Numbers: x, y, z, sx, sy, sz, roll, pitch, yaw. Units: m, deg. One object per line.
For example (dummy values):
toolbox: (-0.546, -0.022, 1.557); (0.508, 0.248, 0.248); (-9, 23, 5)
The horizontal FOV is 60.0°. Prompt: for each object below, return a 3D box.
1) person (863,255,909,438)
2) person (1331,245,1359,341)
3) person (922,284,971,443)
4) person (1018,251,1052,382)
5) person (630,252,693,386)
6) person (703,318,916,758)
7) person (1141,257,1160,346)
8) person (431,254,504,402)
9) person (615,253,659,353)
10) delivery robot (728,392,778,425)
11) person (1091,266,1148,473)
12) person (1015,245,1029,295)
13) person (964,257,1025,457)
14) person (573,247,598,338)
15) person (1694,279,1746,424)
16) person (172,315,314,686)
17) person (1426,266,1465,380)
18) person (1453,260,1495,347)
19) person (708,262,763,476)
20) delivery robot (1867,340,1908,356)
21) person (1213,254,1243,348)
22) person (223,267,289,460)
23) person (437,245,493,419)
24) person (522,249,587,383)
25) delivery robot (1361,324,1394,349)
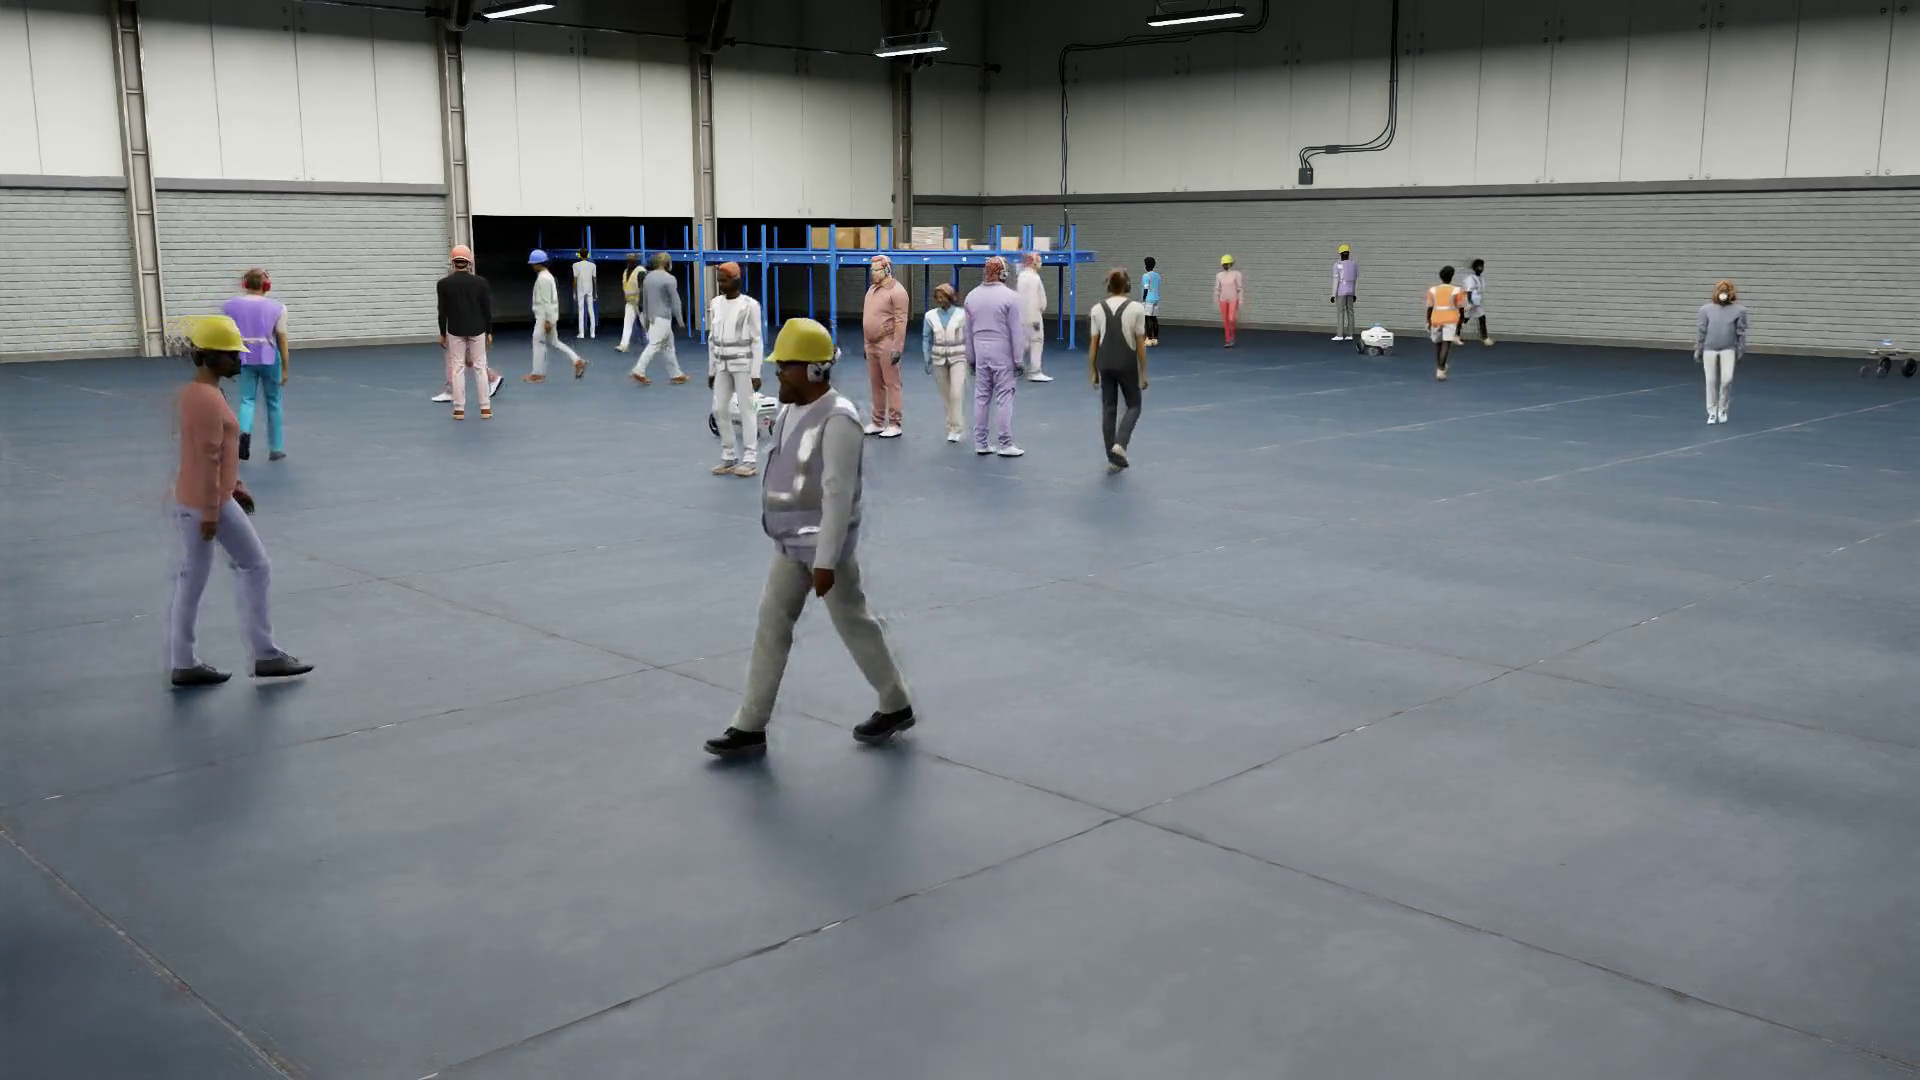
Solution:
person: (-0.825, -2.045, 17.552); (0.410, 1.906, 0.642); (-8, 13, -38)
person: (7.726, -4.967, 33.451); (0.586, 1.917, 0.380); (-4, 11, -20)
person: (-0.130, -1.782, 16.917); (0.517, 1.606, 0.784); (3, 11, 15)
person: (0.977, -3.241, 24.133); (0.663, 1.885, 0.651); (-2, 11, -10)
person: (-4.267, -3.126, 23.520); (1.028, 1.891, 0.643); (-10, 14, -42)
person: (-0.579, -0.012, 6.795); (0.921, 1.789, 0.609); (-6, 12, -30)
person: (3.633, -4.563, 31.836); (0.317, 1.699, 0.540); (8, 13, 36)
person: (-6.351, -2.726, 21.319); (0.857, 1.880, 0.646); (-4, 11, -19)
person: (-5.818, -4.233, 29.777); (0.651, 1.788, 0.939); (9, 14, 41)
delivery robot: (-2.264, -1.423, 17.692); (0.707, 0.478, 0.477); (10, 14, 42)
person: (1.428, -1.518, 14.870); (0.546, 1.833, 0.406); (4, 11, 23)
person: (1.351, -5.397, 35.863); (0.545, 1.900, 0.961); (-10, 14, -43)
person: (0.356, -1.754, 16.028); (0.680, 1.903, 0.442); (8, 13, 35)
person: (-7.763, -5.117, 34.433); (0.500, 1.860, 0.311); (-6, 12, -28)
person: (8.496, -2.102, 18.631); (0.513, 1.614, 0.427); (5, 12, 26)
person: (-3.439, -0.184, 7.877); (0.740, 1.736, 0.525); (-8, 13, -35)
person: (7.187, -3.211, 24.592); (0.539, 1.640, 0.910); (7, 13, 34)
person: (9.845, -4.541, 31.852); (0.544, 1.651, 0.884); (-7, 13, -34)
person: (-1.998, -1.507, 14.714); (0.675, 1.875, 0.406); (7, 13, 34)
delivery robot: (14.028, -2.914, 25.125); (0.698, 0.223, 0.335); (-5, 12, -25)
person: (5.033, -4.499, 31.348); (0.547, 1.738, 0.591); (7, 12, 32)
person: (-6.585, -1.643, 15.587); (0.581, 1.821, 0.715); (-2, 11, -10)
person: (-5.722, -2.406, 19.270); (0.610, 1.996, 0.378); (-3, 11, -18)
person: (-5.880, -3.225, 23.970); (0.866, 1.916, 0.614); (-1, 10, -5)
delivery robot: (7.439, -3.612, 29.638); (0.477, 0.478, 0.707); (-2, 11, -10)
